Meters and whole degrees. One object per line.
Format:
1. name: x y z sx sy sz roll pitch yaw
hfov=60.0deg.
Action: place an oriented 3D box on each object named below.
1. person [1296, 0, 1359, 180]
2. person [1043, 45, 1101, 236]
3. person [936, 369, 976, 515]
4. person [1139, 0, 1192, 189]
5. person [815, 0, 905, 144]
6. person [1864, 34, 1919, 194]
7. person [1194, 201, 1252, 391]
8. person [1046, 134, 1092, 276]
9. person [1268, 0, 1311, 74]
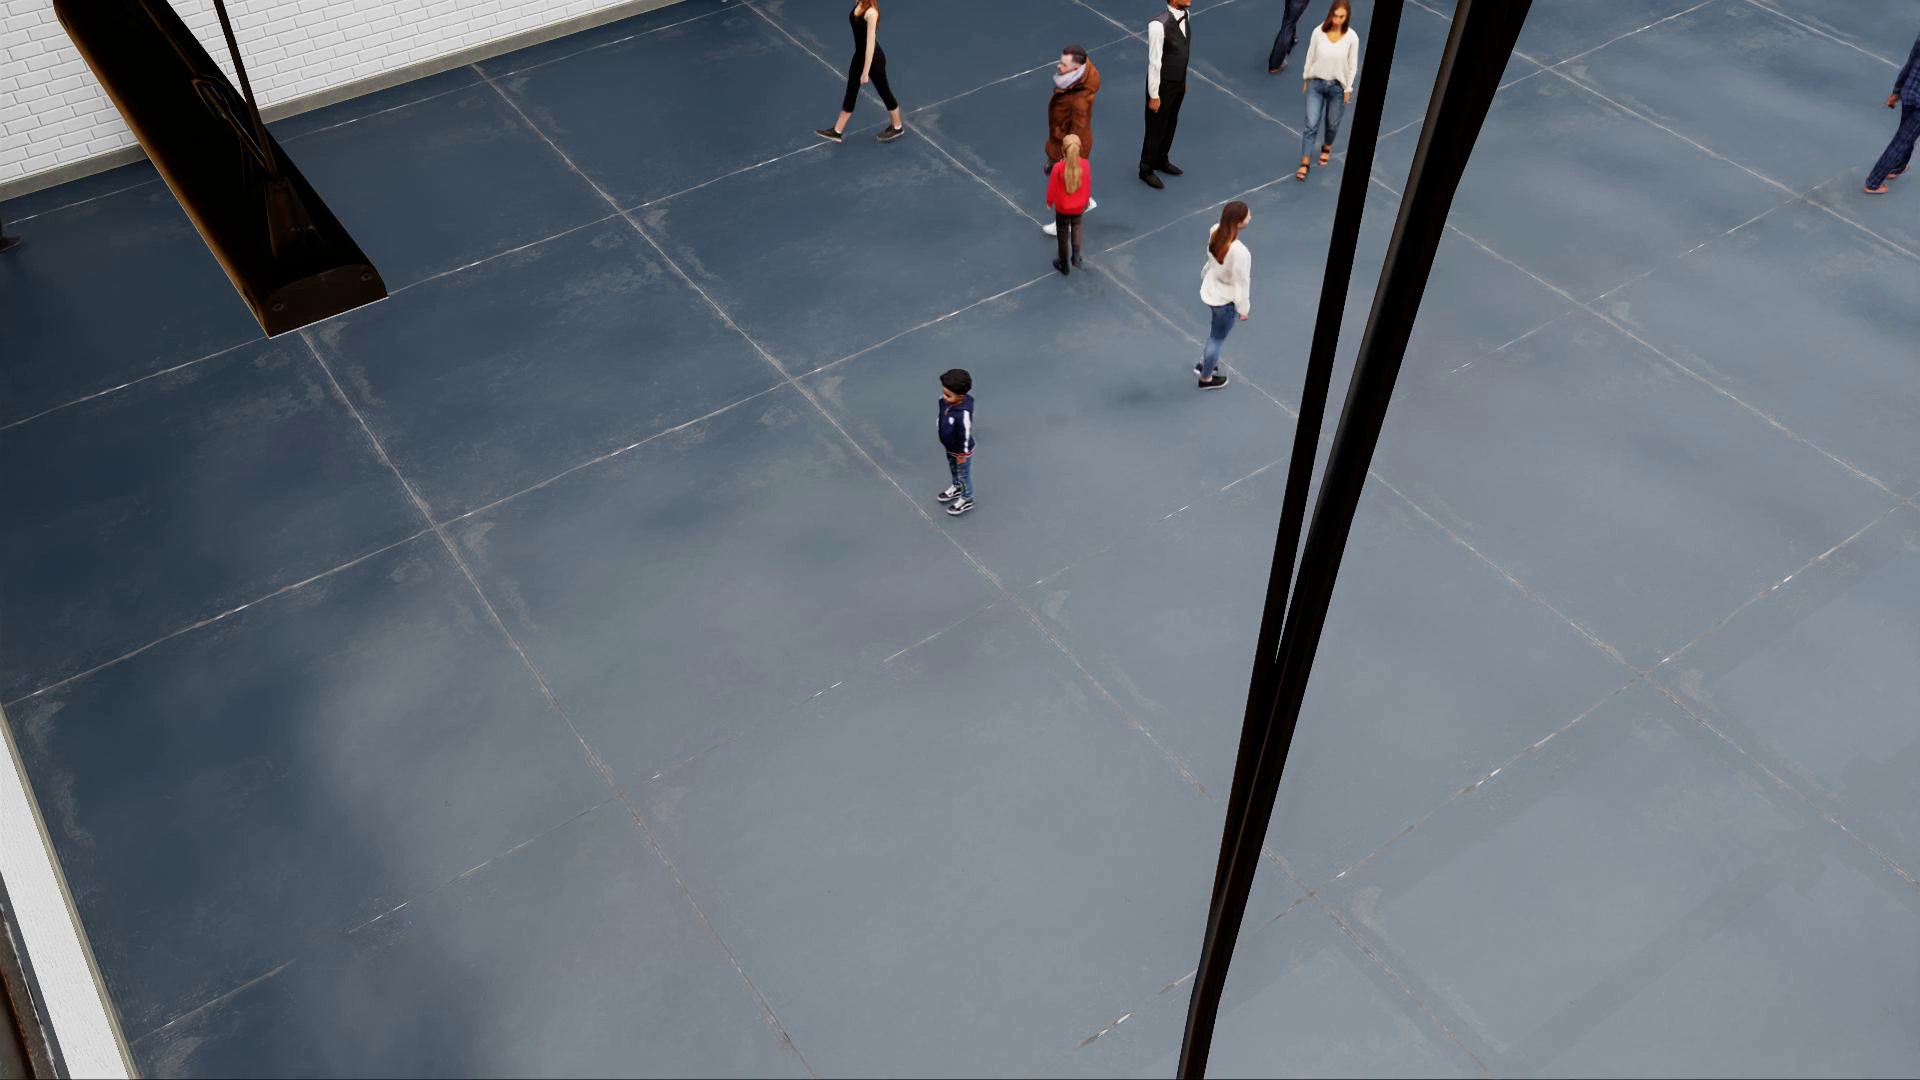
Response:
1. person: 3.353 -4.138 15.094 0.827 1.681 0.905 14 45 15
2. person: 1.025 -3.406 14.224 0.910 1.822 0.872 -2 44 -2
3. person: -0.012 -0.714 11.833 0.480 1.222 0.516 -23 48 -22
4. person: 1.849 -4.111 14.895 0.820 1.917 0.628 28 50 26
5. person: -0.754 -4.450 15.413 1.135 1.693 0.734 -17 46 -17
6. person: 8.450 -3.883 14.737 0.928 1.805 0.789 -17 46 -17
7. person: 1.928 -1.830 12.671 0.666 1.682 0.706 -14 45 -14
8. person: 0.942 -2.787 13.970 0.497 1.275 0.611 -18 46 -18
9. person: 3.298 -5.457 16.411 0.819 1.775 1.022 30 51 27
